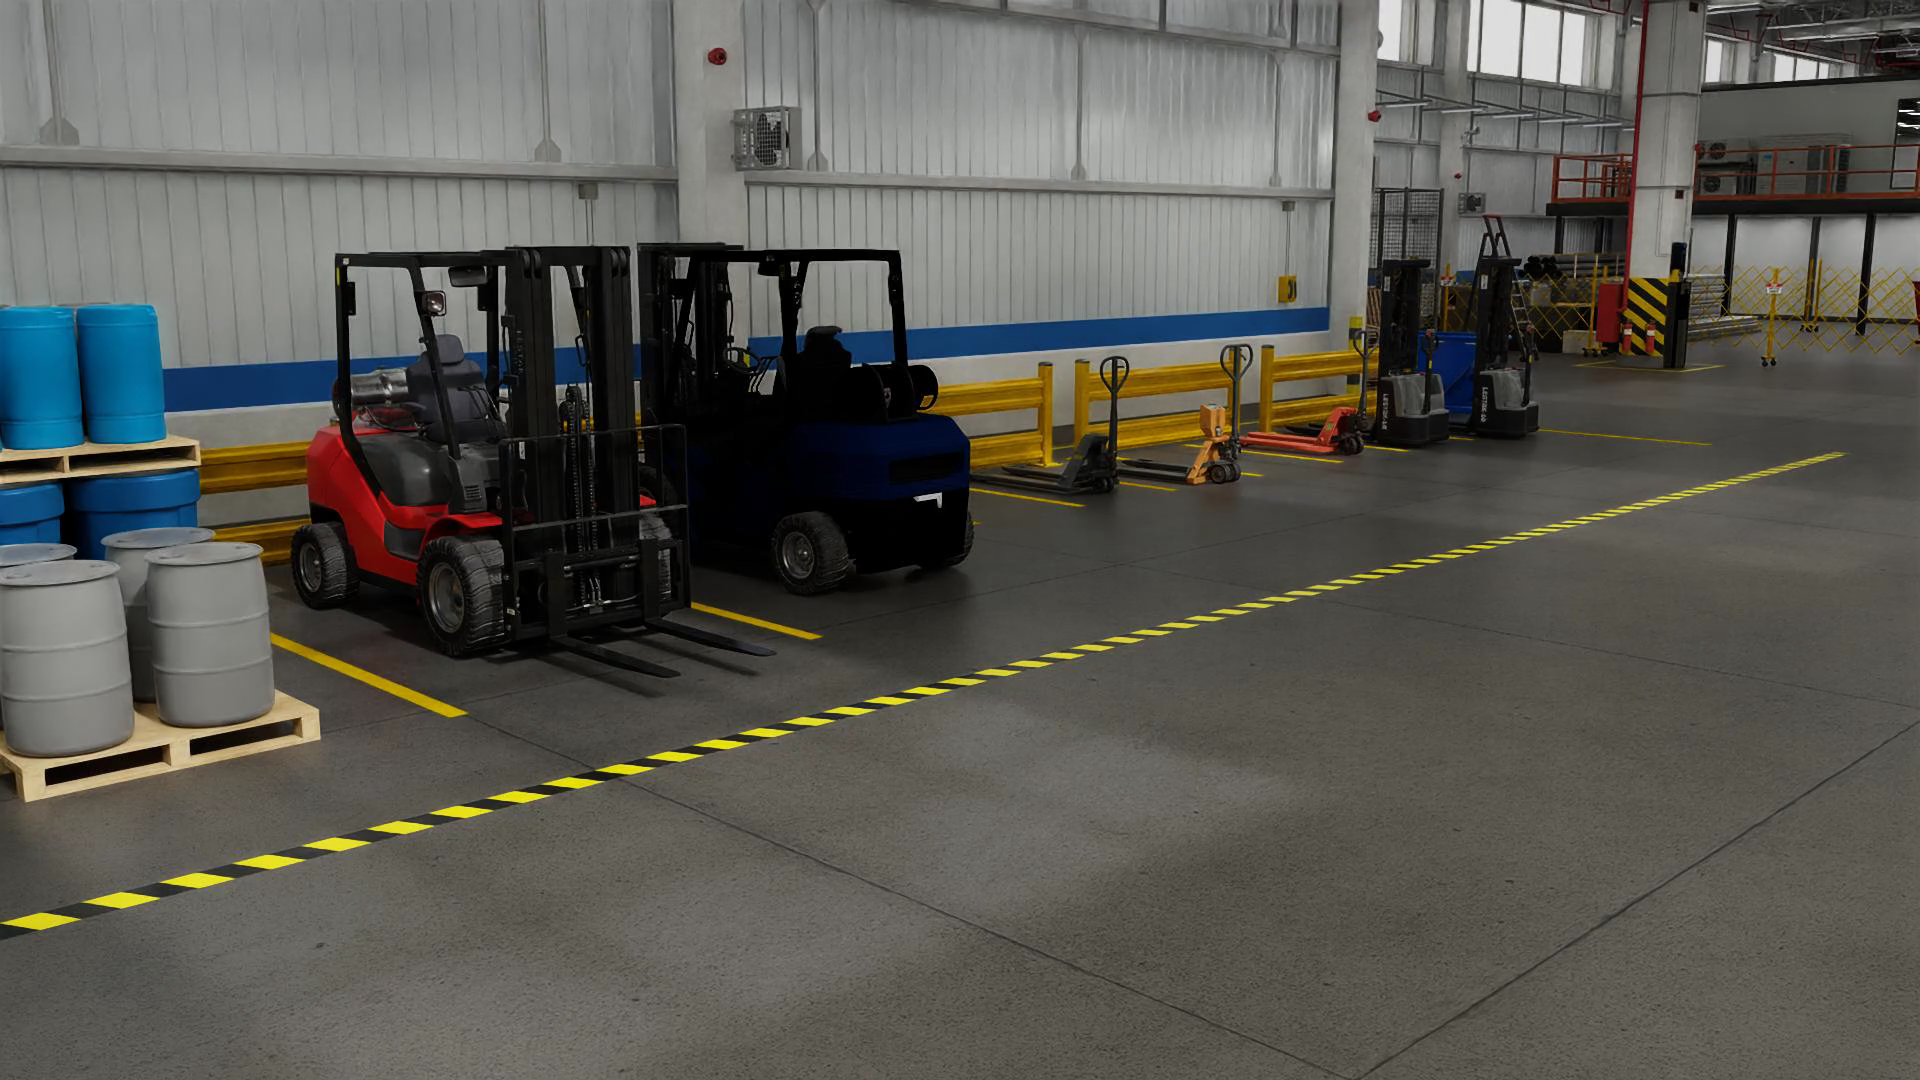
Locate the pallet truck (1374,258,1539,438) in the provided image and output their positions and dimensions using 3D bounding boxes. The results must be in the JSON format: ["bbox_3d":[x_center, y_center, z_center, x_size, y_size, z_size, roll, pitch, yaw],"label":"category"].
[{"bbox_3d":[5.704,-2.208,18.901,1.885,1.965,0.823,10,14,43],"label":"pallet truck"}]

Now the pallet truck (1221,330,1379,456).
[{"bbox_3d":[3.563,-1.581,17.381,0.653,1.274,1.630,-10,14,-44],"label":"pallet truck"}]

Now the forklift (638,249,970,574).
[{"bbox_3d":[-1.173,-0.958,11.239,2.680,1.987,1.157,10,14,43],"label":"forklift"}]

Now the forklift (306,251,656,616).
[{"bbox_3d":[-2.833,-0.669,9.694,1.157,1.987,2.680,-10,14,-44],"label":"forklift"}]

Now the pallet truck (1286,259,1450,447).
[{"bbox_3d":[4.493,-2.078,18.196,0.823,1.965,1.885,-9,14,-40],"label":"pallet truck"}]

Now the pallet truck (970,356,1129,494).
[{"bbox_3d":[0.784,-1.085,14.876,0.680,1.201,1.601,-10,14,-44],"label":"pallet truck"}]

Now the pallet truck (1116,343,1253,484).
[{"bbox_3d":[1.962,-1.215,15.415,1.522,1.261,0.704,10,14,43],"label":"pallet truck"}]
